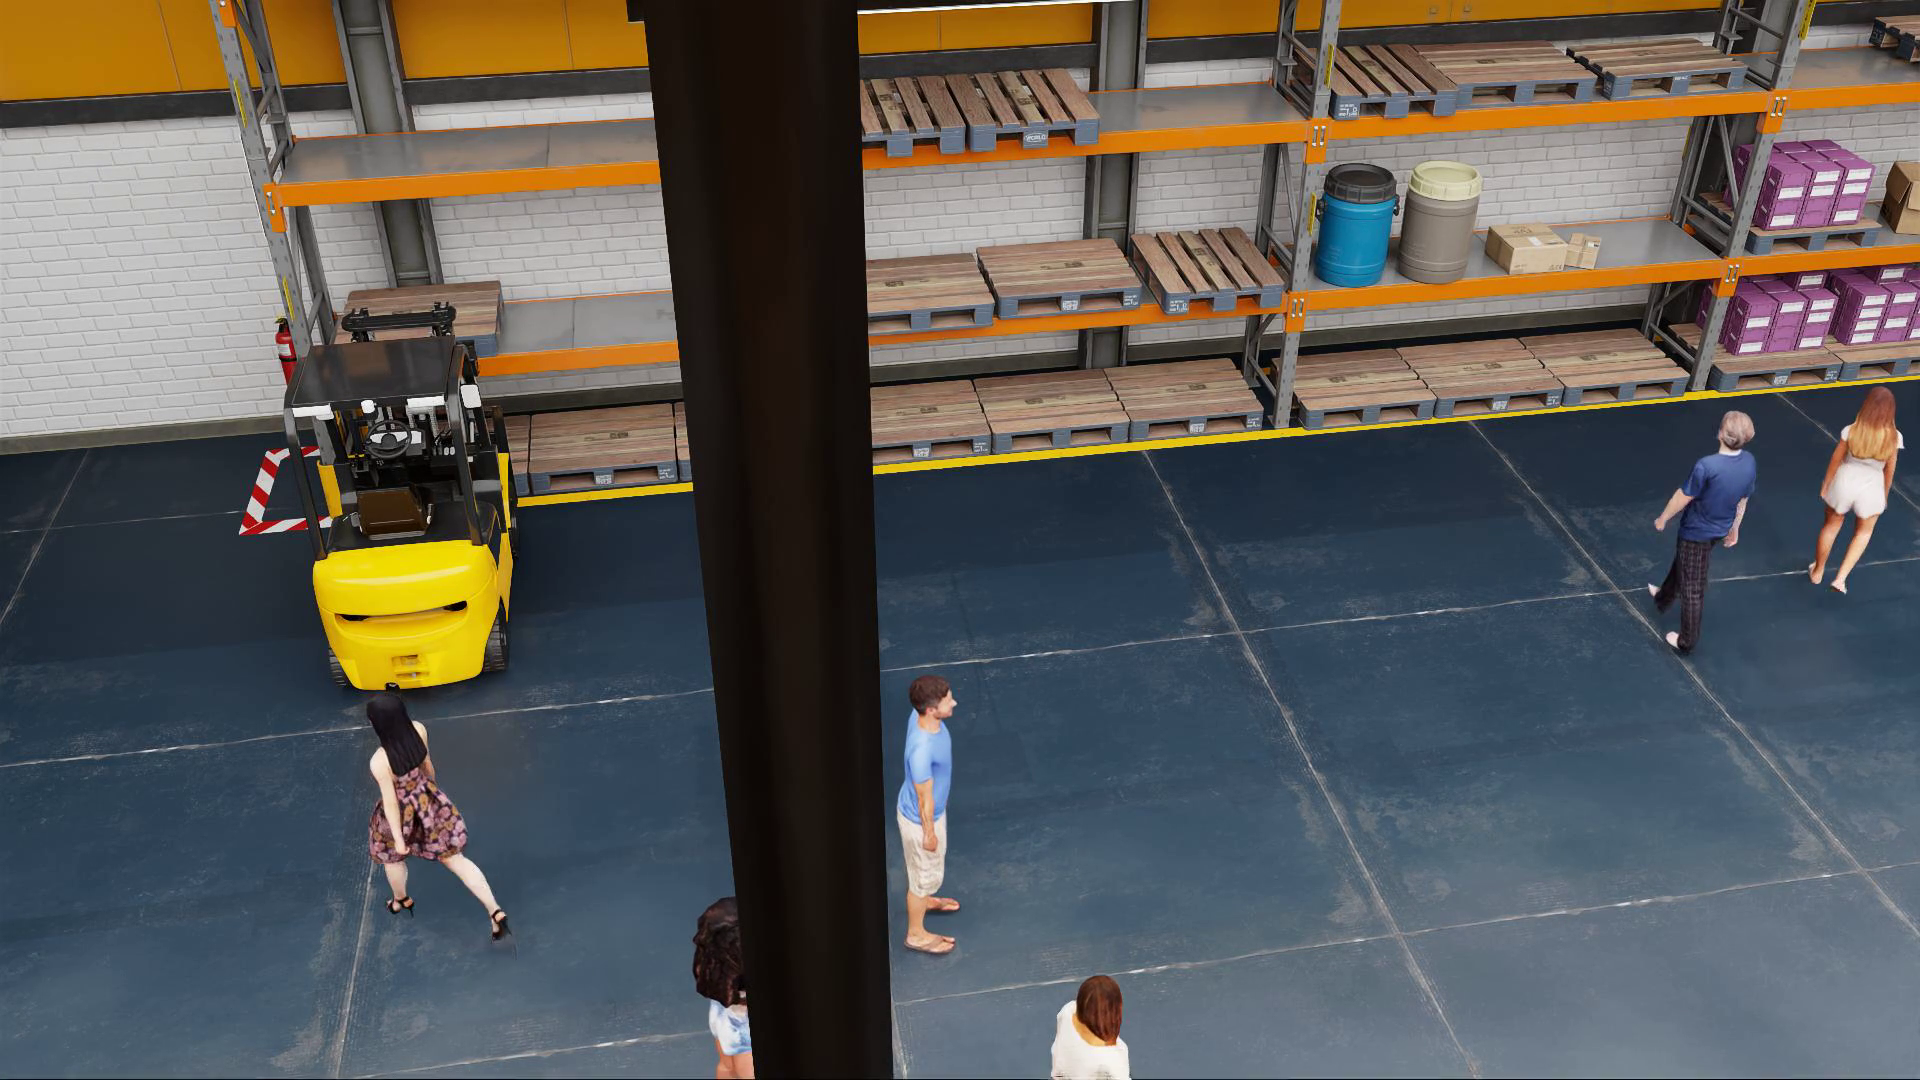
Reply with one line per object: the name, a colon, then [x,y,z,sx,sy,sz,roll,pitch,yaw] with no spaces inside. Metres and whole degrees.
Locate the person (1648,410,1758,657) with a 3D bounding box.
person: [5.219,-0.005,11.559,0.960,1.846,0.824,-10,35,-15]

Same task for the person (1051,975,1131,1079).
person: [0.510,2.662,7.715,1.017,1.659,0.833,-17,37,-24]

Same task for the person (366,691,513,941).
person: [-2.956,1.586,9.263,1.235,1.737,1.050,15,36,21]

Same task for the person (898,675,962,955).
person: [-0.202,1.505,9.272,0.642,1.862,0.683,1,34,2]

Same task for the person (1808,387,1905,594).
person: [6.556,-0.322,12.179,0.859,1.688,0.905,16,37,23]

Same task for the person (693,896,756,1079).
person: [-1.091,2.378,8.172,0.683,1.626,0.652,-23,40,-30]
